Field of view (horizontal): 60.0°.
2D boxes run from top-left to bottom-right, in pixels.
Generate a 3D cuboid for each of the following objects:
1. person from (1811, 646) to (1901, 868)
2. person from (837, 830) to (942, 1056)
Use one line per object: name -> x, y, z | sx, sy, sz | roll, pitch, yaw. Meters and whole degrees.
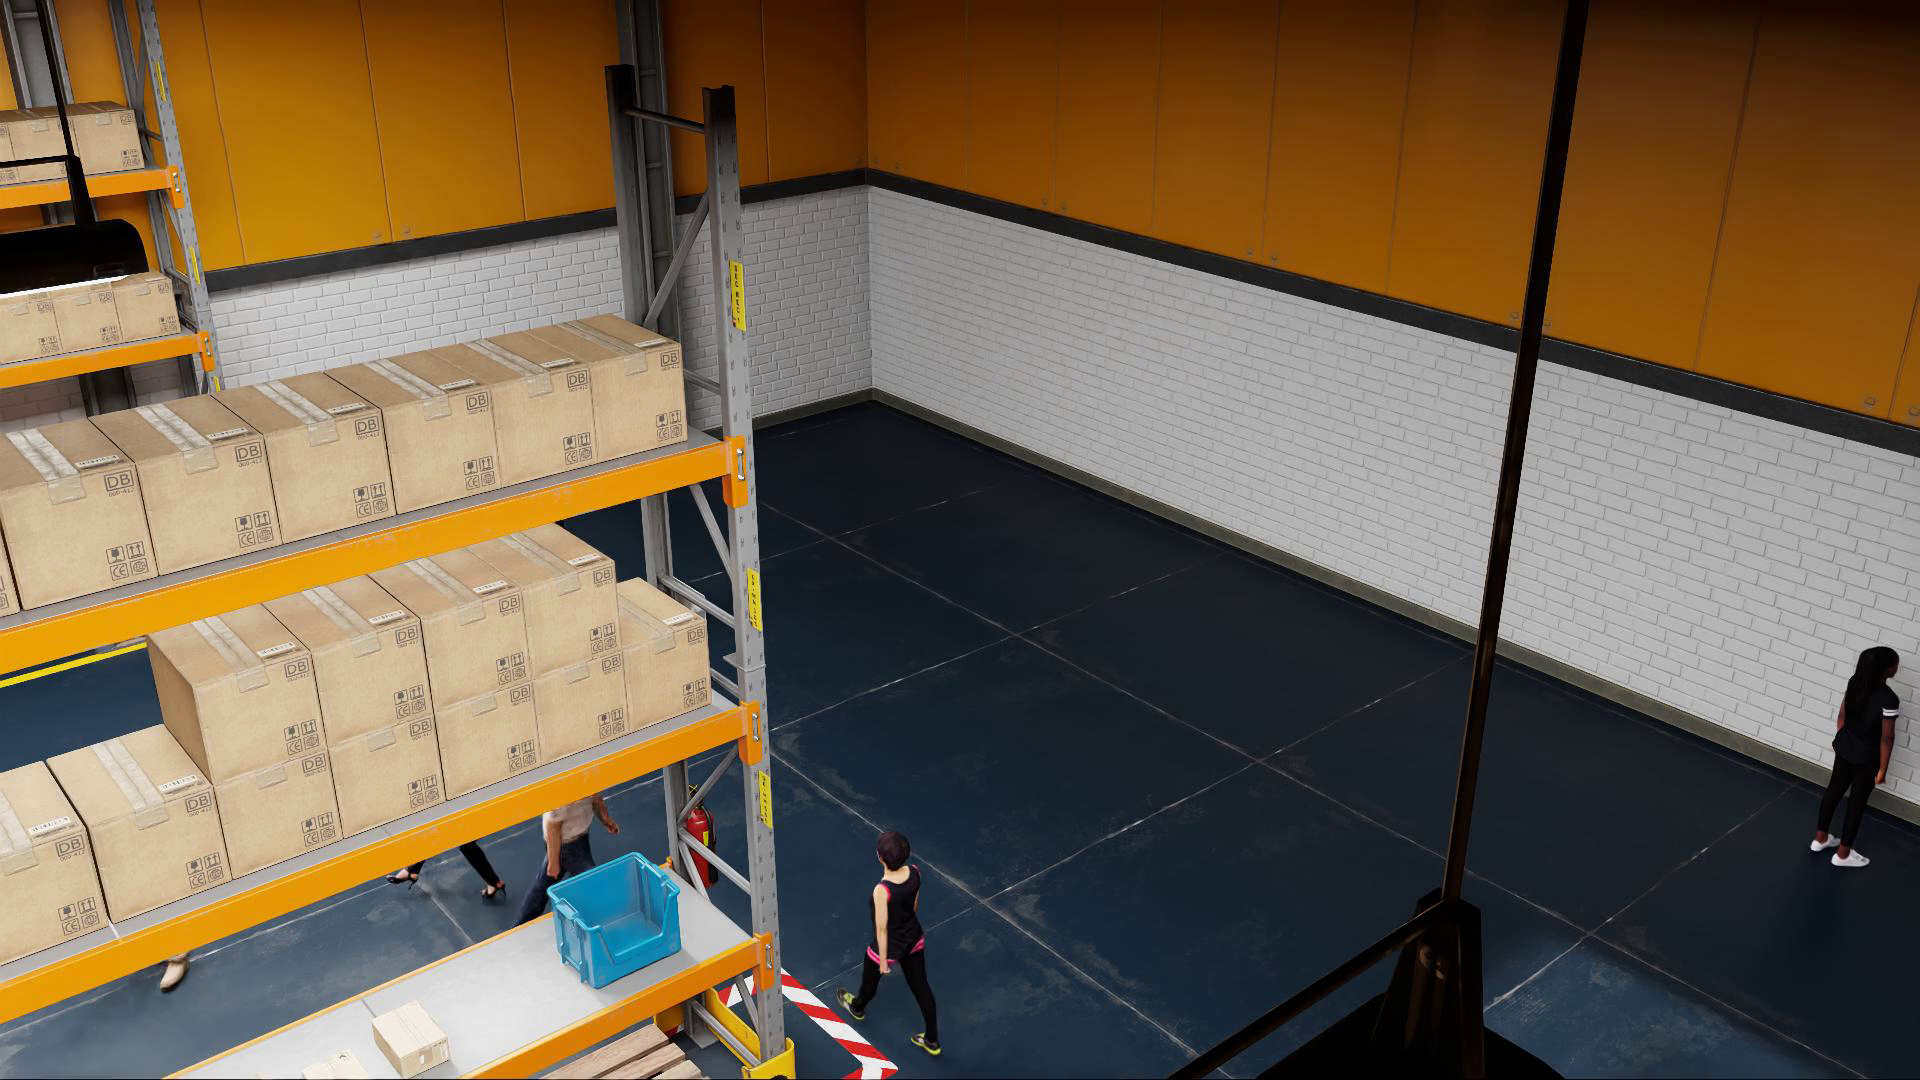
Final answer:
person -> 6.552, 1.555, 12.116 | 0.681, 1.730, 0.691 | -7, 24, -15
person -> -0.332, 2.507, 10.214 | 0.977, 1.508, 0.668 | -21, 31, -40
